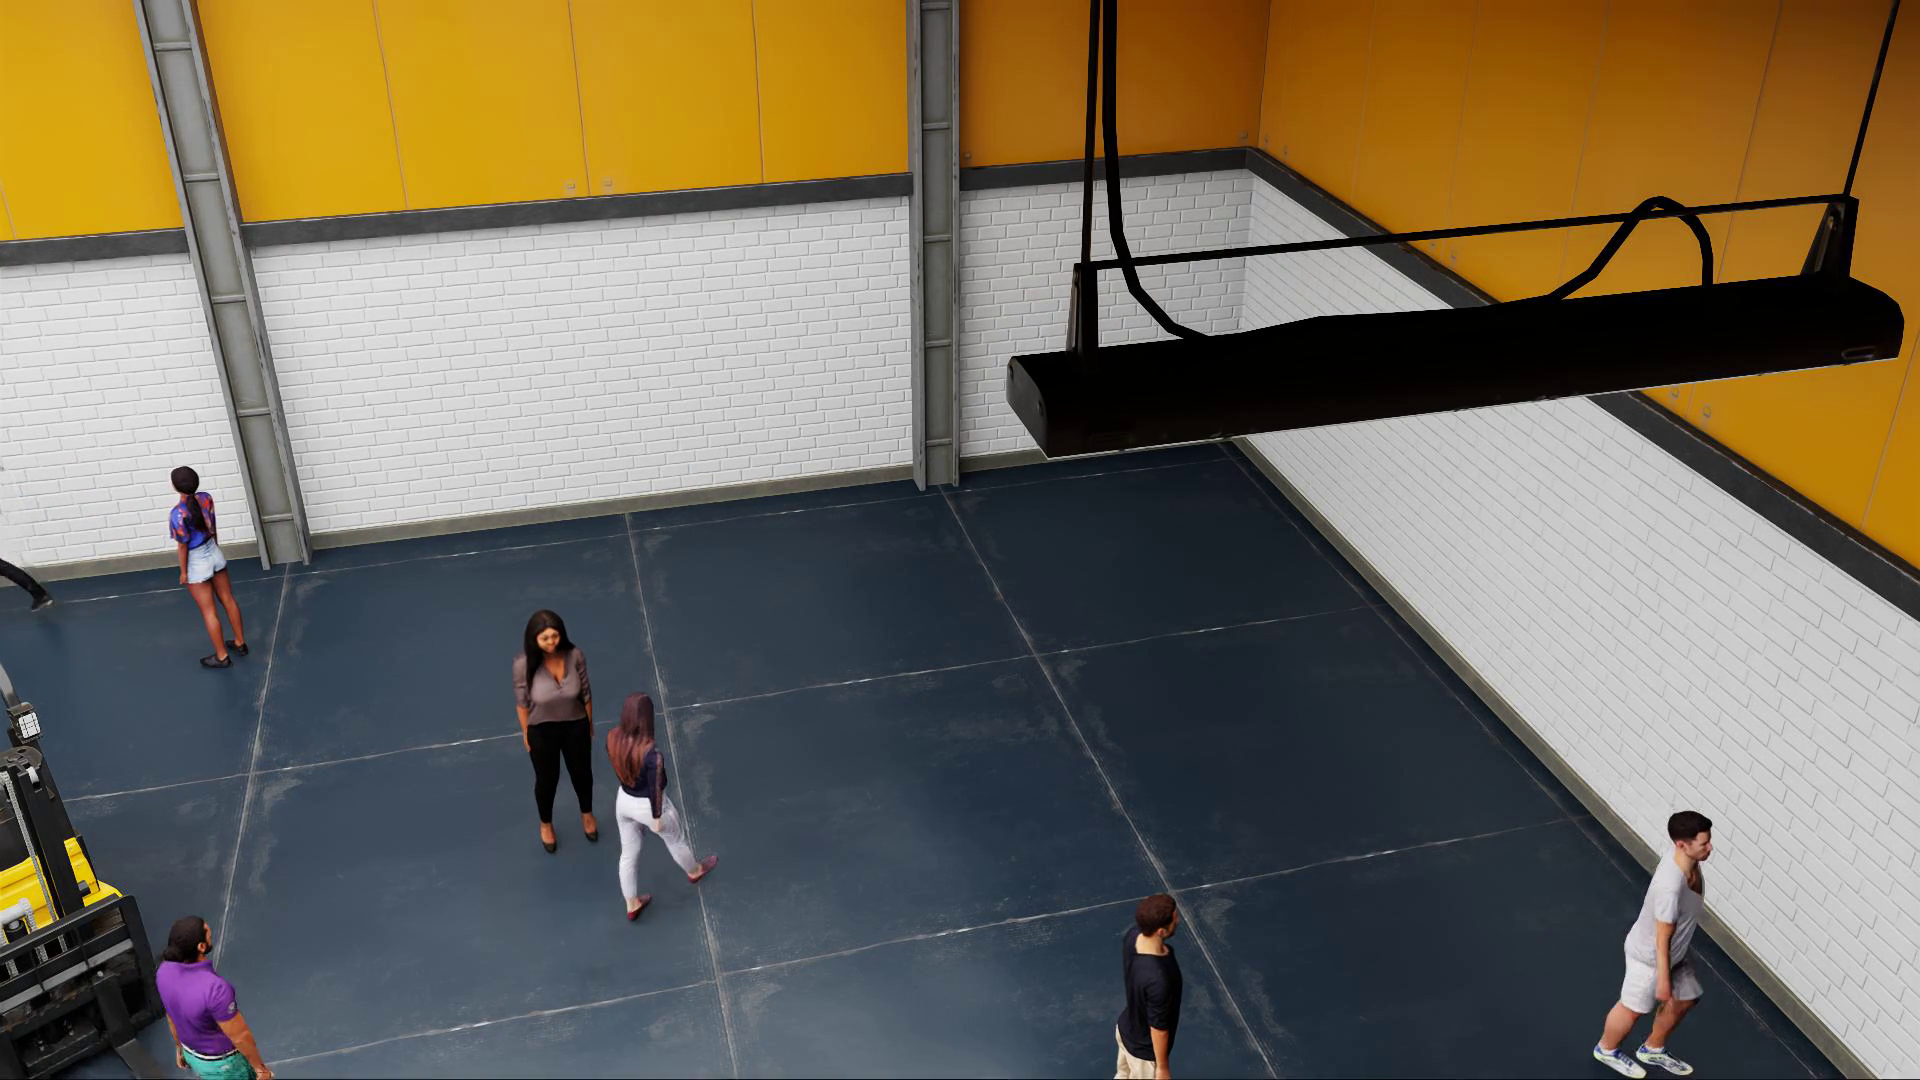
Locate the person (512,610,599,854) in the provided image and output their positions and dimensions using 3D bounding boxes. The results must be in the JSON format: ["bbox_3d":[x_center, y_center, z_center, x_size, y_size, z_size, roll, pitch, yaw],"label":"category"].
[{"bbox_3d":[-2.670,1.253,11.016,0.596,1.840,0.750,-13,31,-23],"label":"person"}]

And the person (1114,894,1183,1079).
[{"bbox_3d":[0.944,2.571,8.586,0.548,1.854,0.634,-6,29,-11],"label":"person"}]

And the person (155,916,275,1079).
[{"bbox_3d":[-3.856,2.687,8.476,0.787,1.755,0.849,15,32,25],"label":"person"}]

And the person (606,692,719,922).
[{"bbox_3d":[-2.031,1.711,10.447,0.945,1.580,1.008,16,32,26],"label":"person"}]

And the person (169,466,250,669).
[{"bbox_3d":[-5.930,0.196,13.056,0.692,1.742,0.667,10,30,17],"label":"person"}]

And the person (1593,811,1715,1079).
[{"bbox_3d":[3.793,2.225,9.235,0.944,1.839,0.879,20,34,32],"label":"person"}]
